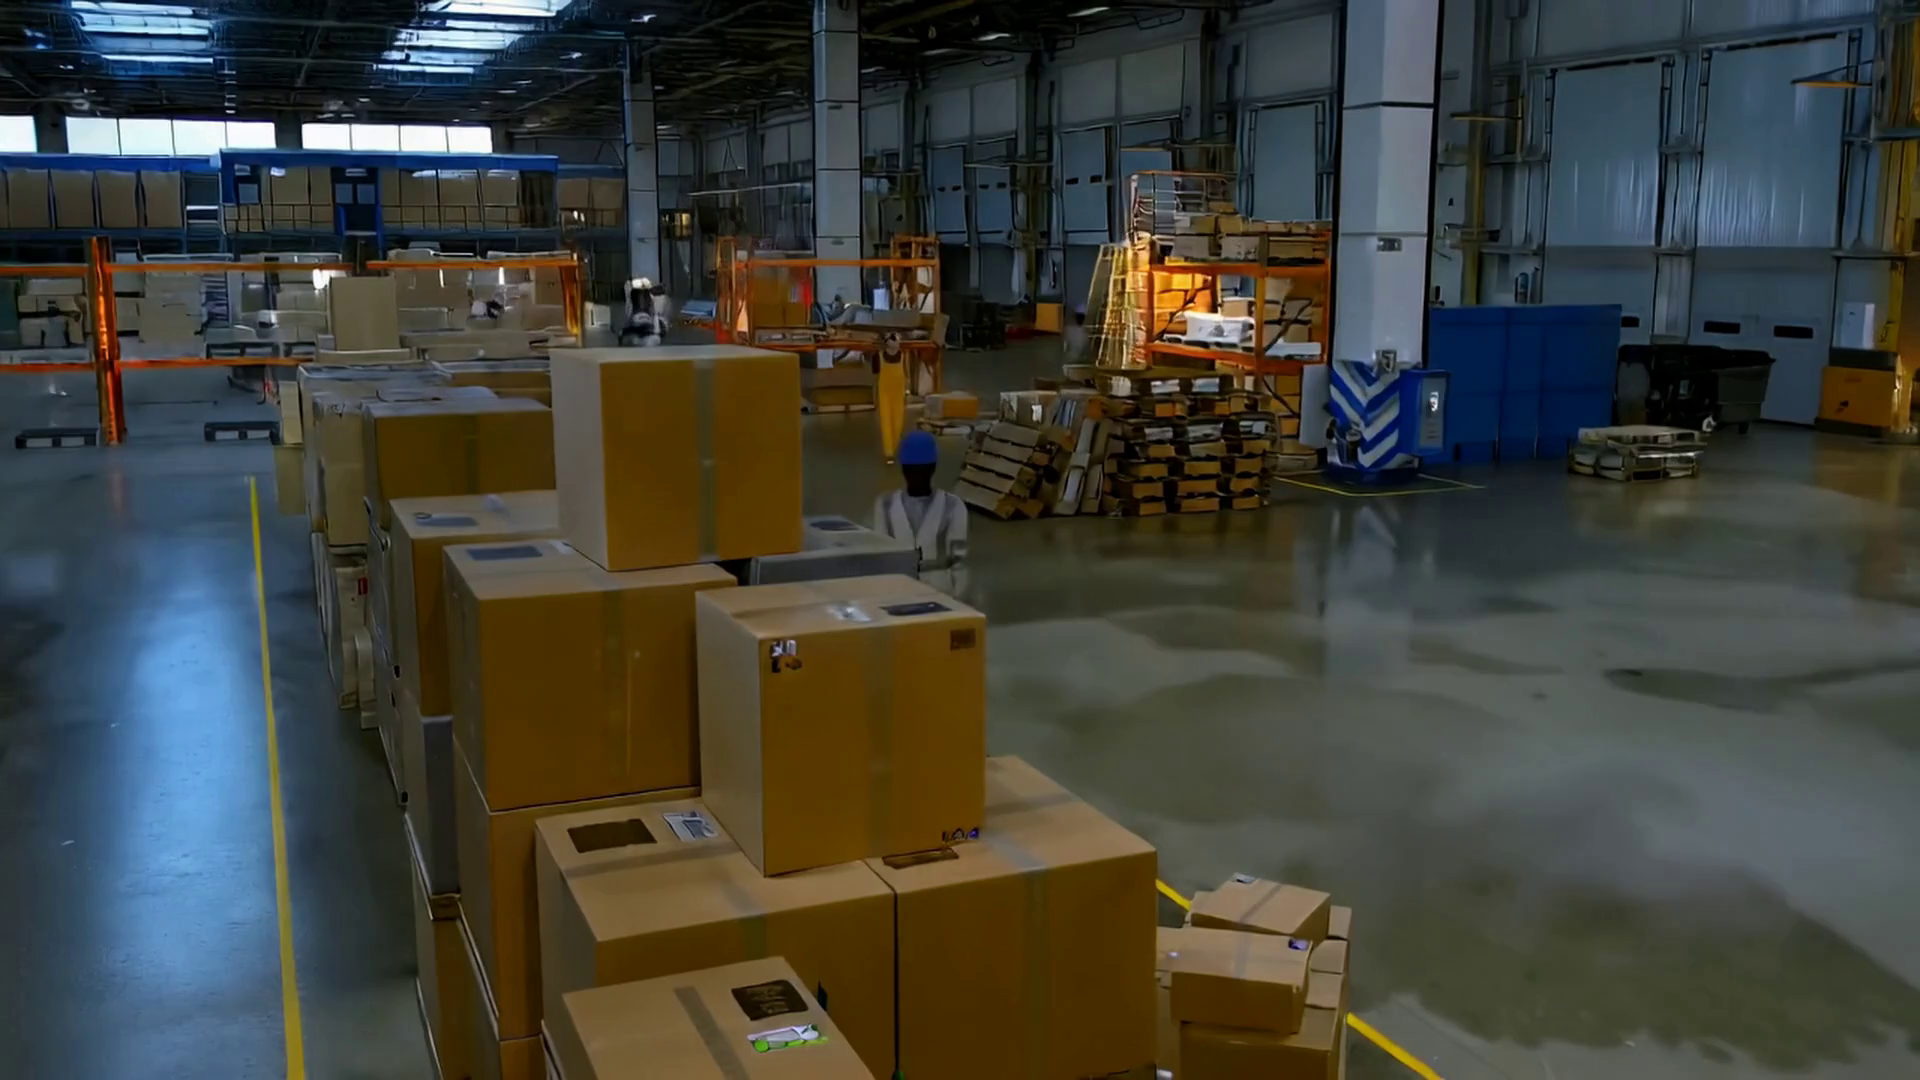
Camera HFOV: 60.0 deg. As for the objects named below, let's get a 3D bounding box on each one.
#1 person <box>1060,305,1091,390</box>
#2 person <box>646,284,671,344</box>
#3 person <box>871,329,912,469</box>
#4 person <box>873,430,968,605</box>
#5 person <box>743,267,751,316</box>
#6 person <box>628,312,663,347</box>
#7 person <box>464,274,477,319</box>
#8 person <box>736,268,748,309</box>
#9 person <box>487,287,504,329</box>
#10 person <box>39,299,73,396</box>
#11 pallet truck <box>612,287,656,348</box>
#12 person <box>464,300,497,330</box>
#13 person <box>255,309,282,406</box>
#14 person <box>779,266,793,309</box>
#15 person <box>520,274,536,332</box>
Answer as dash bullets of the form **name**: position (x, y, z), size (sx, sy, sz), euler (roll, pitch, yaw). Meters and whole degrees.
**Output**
- **person**: position (1.990, -3.021, 28.111), size (1.033, 1.867, 0.561), euler (8, 13, 37)
- **person**: position (-7.720, -5.629, 42.607), size (0.661, 1.830, 0.447), euler (-5, 11, -26)
- **person**: position (-0.911, -1.884, 22.015), size (0.526, 1.817, 0.868), euler (-2, 10, -9)
- **person**: position (-0.239, 0.354, 9.354), size (0.553, 1.934, 0.378), euler (1, 10, 8)
- **person**: position (-8.183, -9.574, 64.080), size (0.385, 1.927, 0.545), euler (0, 10, -2)
- **person**: position (-4.698, -2.433, 24.756), size (0.588, 1.916, 0.394), euler (4, 11, 21)
- **person**: position (-14.901, -7.134, 50.623), size (0.359, 1.930, 0.587), euler (1, 10, 5)
- **person**: position (-9.316, -10.827, 71.229), size (0.634, 1.839, 0.429), euler (-5, 12, -27)
- **person**: position (-10.125, -4.549, 36.359), size (0.357, 1.936, 0.636), euler (0, 10, 2)
- **person**: position (-17.192, -3.656, 31.690), size (0.418, 1.855, 0.527), euler (7, 12, 34)
- **pallet truck**: position (-6.464, -4.406, 35.401), size (0.823, 1.965, 1.885), euler (6, 12, 32)
- **person**: position (-8.453, -3.273, 29.408), size (0.596, 1.910, 0.390), euler (-7, 12, -33)
- **person**: position (-12.441, -3.283, 29.912), size (0.483, 1.745, 0.302), euler (1, 10, 7)
- **person**: position (-7.482, -10.927, 71.375), size (0.637, 1.983, 0.542), euler (-5, 11, -26)
- **person**: position (-13.760, -7.510, 52.787), size (0.938, 1.909, 0.646), euler (3, 11, 18)
